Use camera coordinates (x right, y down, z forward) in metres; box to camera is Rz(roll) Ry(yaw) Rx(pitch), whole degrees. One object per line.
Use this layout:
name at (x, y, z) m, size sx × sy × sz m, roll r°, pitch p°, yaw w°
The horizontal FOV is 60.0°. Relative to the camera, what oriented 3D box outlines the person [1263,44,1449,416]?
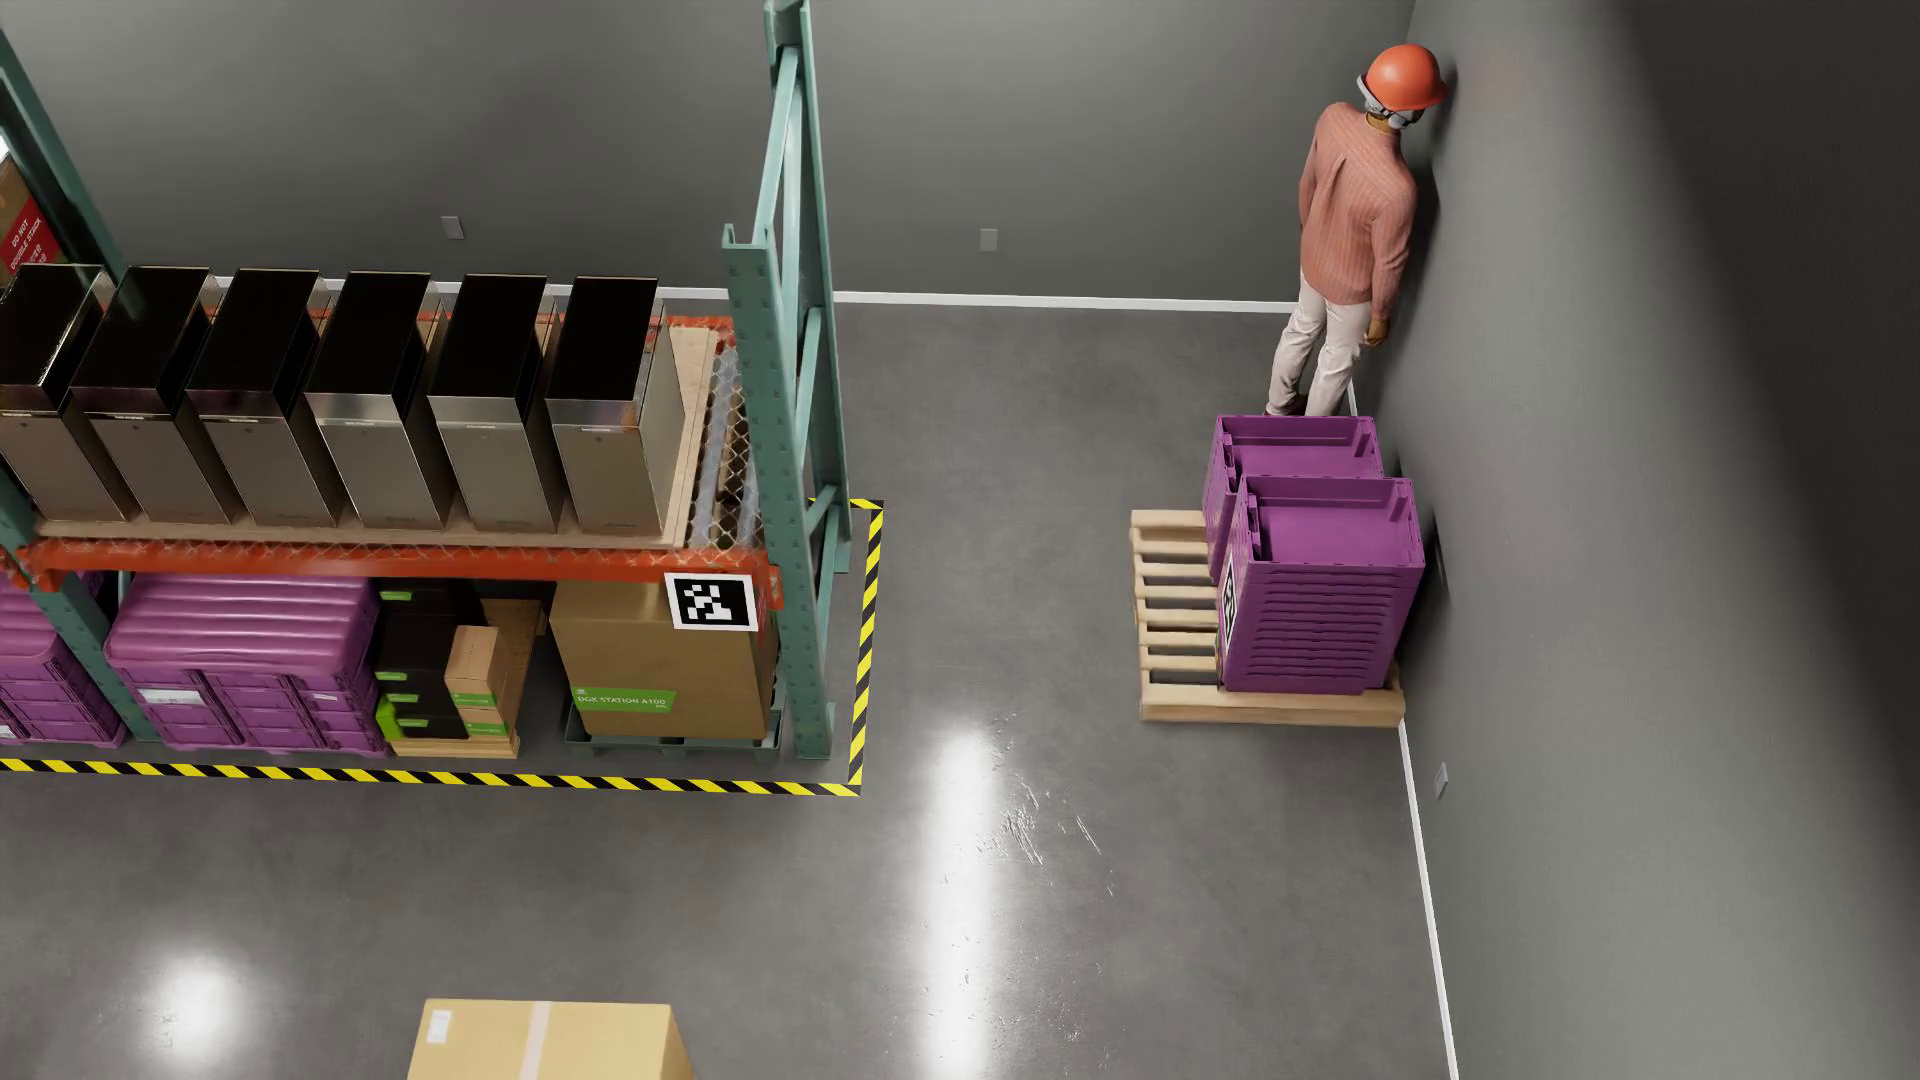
person at (1.528, -1.068, 6.498) m, size 0.396 × 1.992 × 0.623 m, roll -18°, pitch 54°, yaw -13°
